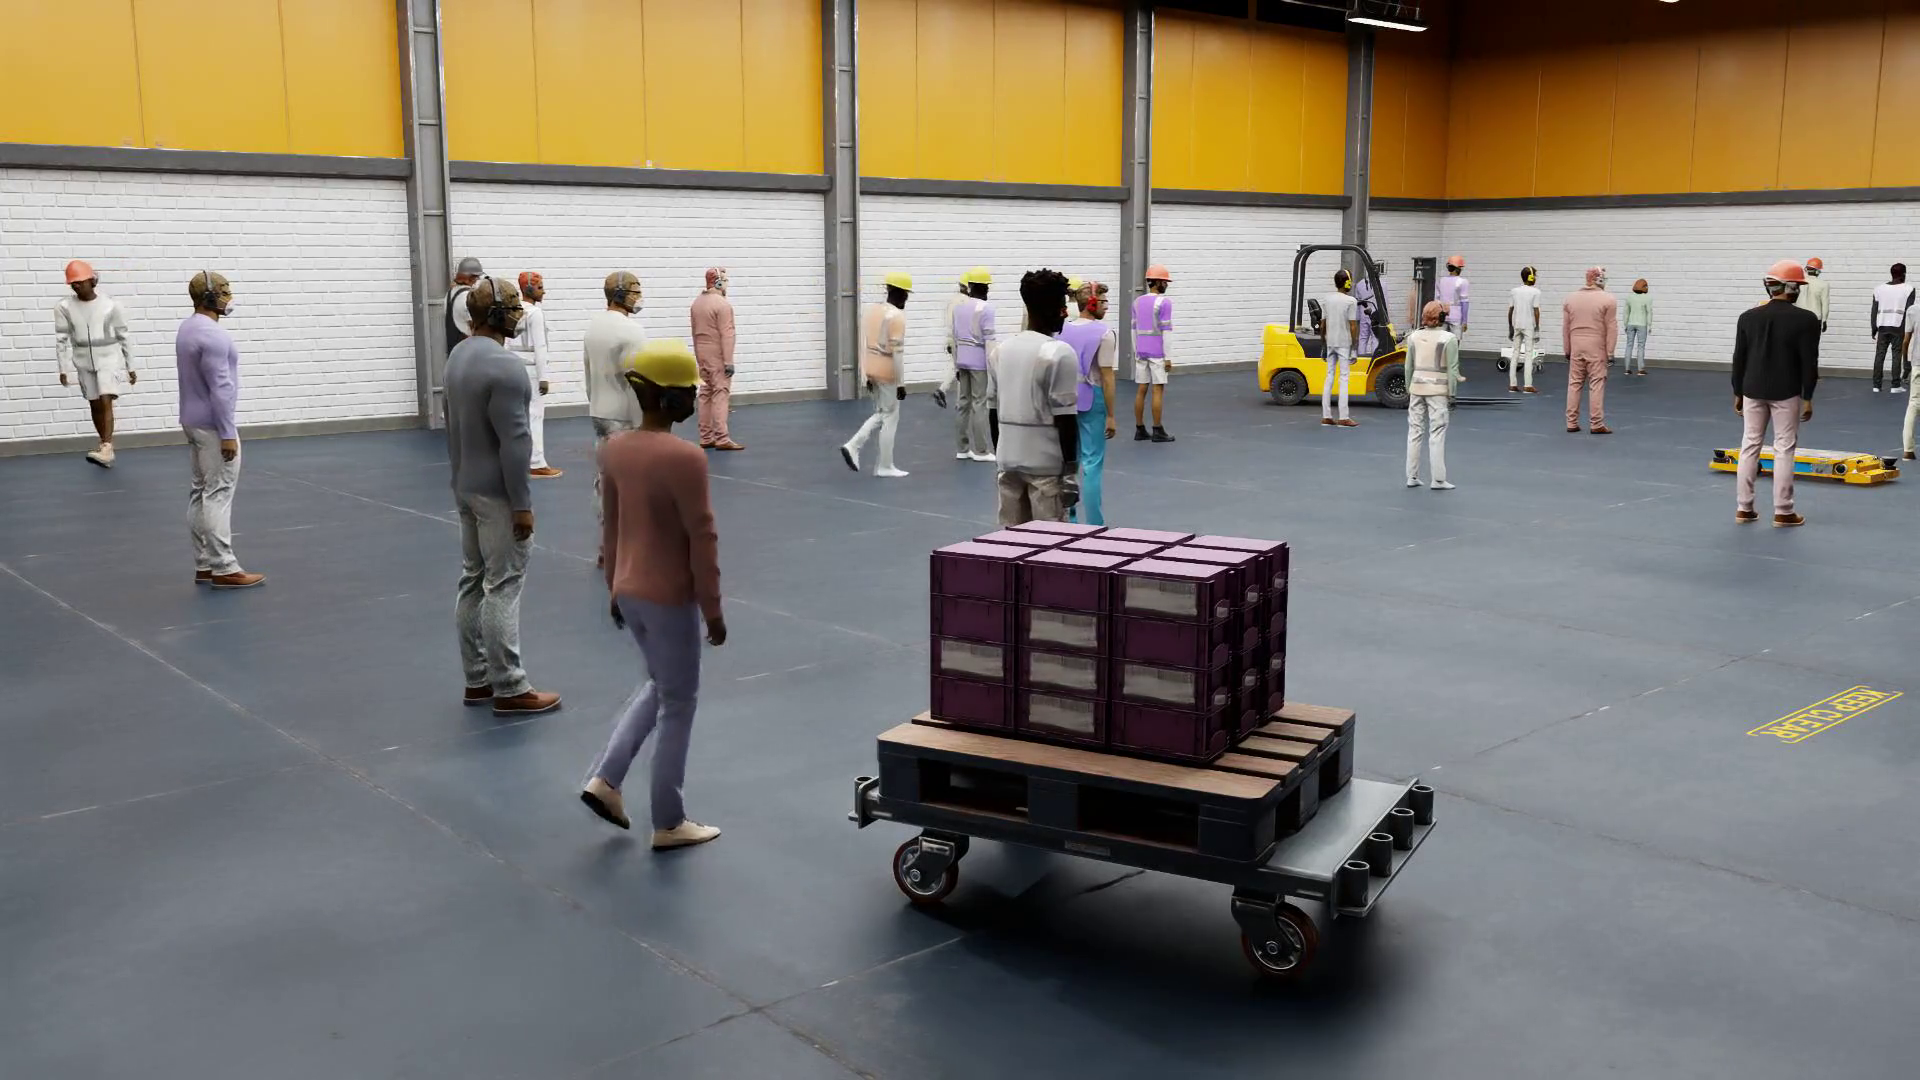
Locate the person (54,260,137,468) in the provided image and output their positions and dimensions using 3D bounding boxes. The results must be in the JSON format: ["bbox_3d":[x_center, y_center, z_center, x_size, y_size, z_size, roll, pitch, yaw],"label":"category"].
[{"bbox_3d":[-8.330,-1.696,16.054,0.654,1.977,1.079,-2,10,-14],"label":"person"}]

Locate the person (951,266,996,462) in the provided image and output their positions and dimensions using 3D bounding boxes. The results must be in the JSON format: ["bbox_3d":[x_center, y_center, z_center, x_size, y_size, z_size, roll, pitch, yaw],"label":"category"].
[{"bbox_3d":[0.156,-1.734,16.424,0.388,1.927,0.589,-8,13,-39],"label":"person"}]

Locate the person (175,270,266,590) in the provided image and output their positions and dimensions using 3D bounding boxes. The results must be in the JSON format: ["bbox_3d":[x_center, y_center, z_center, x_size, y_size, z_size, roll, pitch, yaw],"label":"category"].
[{"bbox_3d":[-4.555,-0.668,10.149,0.375,1.939,0.628,-8,13,-39],"label":"person"}]

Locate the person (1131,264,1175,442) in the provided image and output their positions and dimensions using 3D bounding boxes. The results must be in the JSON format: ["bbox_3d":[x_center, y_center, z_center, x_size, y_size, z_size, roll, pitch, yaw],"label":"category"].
[{"bbox_3d":[2.116,-2.036,18.171,0.376,1.934,0.547,-8,13,-39],"label":"person"}]

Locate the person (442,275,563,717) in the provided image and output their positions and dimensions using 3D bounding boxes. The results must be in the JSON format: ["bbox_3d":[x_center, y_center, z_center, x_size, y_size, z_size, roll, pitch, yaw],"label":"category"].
[{"bbox_3d":[-2.061,-0.193,7.366,0.375,1.939,0.628,-8,13,-39],"label":"person"}]

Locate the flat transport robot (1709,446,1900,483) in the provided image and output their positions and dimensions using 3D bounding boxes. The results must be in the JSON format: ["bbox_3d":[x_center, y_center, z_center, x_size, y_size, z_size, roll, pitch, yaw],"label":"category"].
[{"bbox_3d":[7.737,-0.709,15.266,0.652,0.197,1.431,-8,13,-41],"label":"flat transport robot"}]

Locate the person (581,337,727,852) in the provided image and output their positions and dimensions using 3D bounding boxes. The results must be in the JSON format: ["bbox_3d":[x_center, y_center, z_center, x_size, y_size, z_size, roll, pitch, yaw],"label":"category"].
[{"bbox_3d":[-1.018,0.195,5.655,0.395,1.755,0.532,-9,13,-41],"label":"person"}]

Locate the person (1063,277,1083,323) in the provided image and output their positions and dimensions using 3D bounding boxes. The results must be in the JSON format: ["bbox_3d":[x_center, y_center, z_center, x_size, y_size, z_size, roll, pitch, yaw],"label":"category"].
[{"bbox_3d":[1.386,-2.332,20.397,0.331,1.768,0.526,-8,13,-39],"label":"person"}]

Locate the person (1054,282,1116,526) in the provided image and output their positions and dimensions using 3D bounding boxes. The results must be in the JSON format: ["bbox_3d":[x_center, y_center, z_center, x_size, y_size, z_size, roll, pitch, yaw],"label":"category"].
[{"bbox_3d":[0.874,-0.903,11.808,0.392,1.842,0.564,-8,13,-39],"label":"person"}]

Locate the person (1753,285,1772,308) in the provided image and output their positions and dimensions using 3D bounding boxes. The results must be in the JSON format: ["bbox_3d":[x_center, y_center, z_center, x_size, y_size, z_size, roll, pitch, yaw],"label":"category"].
[{"bbox_3d":[11.254,-2.759,23.098,0.322,1.696,0.536,-8,13,-39],"label":"person"}]

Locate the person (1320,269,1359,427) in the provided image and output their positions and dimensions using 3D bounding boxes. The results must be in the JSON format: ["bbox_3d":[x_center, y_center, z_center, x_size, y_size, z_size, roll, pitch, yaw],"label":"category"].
[{"bbox_3d":[4.513,-2.280,19.787,0.331,1.872,0.513,-8,13,-39],"label":"person"}]

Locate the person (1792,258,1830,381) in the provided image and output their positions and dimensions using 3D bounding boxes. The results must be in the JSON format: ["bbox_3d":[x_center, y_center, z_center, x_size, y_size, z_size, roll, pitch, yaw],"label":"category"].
[{"bbox_3d":[13.796,-3.578,27.022,0.394,1.994,0.612,-8,13,-39],"label":"person"}]

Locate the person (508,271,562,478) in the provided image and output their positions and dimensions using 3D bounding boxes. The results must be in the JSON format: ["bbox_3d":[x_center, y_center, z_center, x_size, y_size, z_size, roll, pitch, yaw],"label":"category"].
[{"bbox_3d":[-3.926,-1.503,15.214,0.358,1.879,0.574,-8,13,-39],"label":"person"}]

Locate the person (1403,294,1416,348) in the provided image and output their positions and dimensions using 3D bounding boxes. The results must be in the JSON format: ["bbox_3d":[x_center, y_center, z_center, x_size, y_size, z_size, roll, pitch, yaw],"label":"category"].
[{"bbox_3d":[8.615,-4.075,31.128,0.539,1.573,0.873,-6,11,-30],"label":"person"}]

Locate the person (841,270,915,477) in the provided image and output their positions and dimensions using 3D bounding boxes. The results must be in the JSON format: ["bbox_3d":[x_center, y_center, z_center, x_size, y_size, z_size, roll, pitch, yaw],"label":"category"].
[{"bbox_3d":[-0.700,-1.497,15.130,0.615,1.893,0.634,-5,11,-28],"label":"person"}]

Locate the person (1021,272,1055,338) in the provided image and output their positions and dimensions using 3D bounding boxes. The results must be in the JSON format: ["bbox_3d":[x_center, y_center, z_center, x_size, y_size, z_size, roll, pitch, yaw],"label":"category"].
[{"bbox_3d":[1.128,-2.844,23.278,0.533,1.799,0.653,1,10,9],"label":"person"}]

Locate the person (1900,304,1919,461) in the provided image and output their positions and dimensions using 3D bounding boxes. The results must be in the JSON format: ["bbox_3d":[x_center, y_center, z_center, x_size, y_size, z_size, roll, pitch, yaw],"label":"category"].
[{"bbox_3d":[9.541,-1.697,16.375,0.331,1.872,0.513,-8,13,-39],"label":"person"}]

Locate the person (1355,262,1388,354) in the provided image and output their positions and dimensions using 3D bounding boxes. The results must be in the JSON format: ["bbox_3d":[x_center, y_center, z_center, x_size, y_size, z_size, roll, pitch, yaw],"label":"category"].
[{"bbox_3d":[7.255,-3.914,29.248,0.399,1.909,0.642,-8,13,-39],"label":"person"}]

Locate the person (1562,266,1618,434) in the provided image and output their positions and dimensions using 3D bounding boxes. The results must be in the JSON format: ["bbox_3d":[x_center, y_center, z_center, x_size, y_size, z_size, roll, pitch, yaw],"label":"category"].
[{"bbox_3d":[7.208,-2.163,19.007,0.399,1.905,0.642,-8,13,-39],"label":"person"}]

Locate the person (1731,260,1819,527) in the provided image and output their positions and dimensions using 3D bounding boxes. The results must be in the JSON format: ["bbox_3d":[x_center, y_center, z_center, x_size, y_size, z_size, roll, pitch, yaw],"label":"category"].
[{"bbox_3d":[6.122,-1.098,12.508,0.392,1.991,0.612,-8,13,-39],"label":"person"}]

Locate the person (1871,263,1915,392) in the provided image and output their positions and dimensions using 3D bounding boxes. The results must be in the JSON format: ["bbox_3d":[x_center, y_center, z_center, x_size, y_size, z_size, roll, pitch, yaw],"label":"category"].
[{"bbox_3d":[13.867,-3.153,24.763,0.395,1.917,0.590,-8,13,-39],"label":"person"}]

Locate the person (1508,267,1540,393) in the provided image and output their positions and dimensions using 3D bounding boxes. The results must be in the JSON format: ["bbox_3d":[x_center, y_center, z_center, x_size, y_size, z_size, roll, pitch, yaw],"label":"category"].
[{"bbox_3d":[8.378,-3.114,24.691,0.331,1.866,0.513,-8,13,-39],"label":"person"}]

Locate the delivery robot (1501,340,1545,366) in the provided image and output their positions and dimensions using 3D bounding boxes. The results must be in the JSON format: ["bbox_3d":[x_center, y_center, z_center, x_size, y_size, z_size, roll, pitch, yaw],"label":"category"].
[{"bbox_3d":[9.774,-3.223,28.882,0.477,0.478,0.707,-9,13,-41],"label":"delivery robot"}]

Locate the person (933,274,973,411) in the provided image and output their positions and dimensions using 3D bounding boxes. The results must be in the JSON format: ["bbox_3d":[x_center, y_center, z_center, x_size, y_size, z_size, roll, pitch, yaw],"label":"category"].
[{"bbox_3d":[0.016,-2.558,21.610,0.530,1.807,0.617,-6,11,-29],"label":"person"}]

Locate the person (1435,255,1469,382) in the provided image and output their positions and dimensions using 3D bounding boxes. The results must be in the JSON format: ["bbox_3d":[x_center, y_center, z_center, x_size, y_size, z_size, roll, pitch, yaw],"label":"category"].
[{"bbox_3d":[7.923,-3.563,26.793,0.397,2.044,0.609,-8,13,-39],"label":"person"}]

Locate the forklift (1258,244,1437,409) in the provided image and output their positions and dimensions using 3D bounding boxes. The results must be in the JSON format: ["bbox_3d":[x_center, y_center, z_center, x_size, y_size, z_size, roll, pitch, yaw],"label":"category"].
[{"bbox_3d":[5.256,-2.933,22.661,2.313,2.155,1.214,3,10,16],"label":"forklift"}]

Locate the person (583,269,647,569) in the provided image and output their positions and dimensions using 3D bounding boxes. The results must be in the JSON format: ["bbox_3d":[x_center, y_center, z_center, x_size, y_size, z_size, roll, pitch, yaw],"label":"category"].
[{"bbox_3d":[-2.177,-0.753,10.654,0.375,1.936,0.628,-8,13,-39],"label":"person"}]

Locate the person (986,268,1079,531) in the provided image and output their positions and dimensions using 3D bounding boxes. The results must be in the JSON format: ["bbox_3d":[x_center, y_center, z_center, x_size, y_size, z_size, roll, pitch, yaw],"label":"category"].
[{"bbox_3d":[0.385,-0.389,8.439,0.370,1.963,0.608,-8,13,-39],"label":"person"}]

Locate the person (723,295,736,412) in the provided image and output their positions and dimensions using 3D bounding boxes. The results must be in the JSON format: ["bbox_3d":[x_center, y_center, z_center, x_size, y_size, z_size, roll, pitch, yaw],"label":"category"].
[{"bbox_3d":[-3.156,-2.477,21.629,0.282,1.633,0.501,-8,13,-39],"label":"person"}]

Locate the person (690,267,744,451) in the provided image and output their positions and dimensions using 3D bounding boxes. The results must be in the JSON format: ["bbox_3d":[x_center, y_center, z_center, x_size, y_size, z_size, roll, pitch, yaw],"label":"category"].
[{"bbox_3d":[-2.536,-1.889,17.390,0.399,1.909,0.642,-8,13,-39],"label":"person"}]

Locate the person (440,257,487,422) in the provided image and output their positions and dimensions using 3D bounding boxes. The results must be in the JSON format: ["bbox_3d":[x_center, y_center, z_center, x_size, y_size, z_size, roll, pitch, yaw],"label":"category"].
[{"bbox_3d":[-5.440,-2.152,18.540,0.561,2.000,0.697,-8,13,-40],"label":"person"}]

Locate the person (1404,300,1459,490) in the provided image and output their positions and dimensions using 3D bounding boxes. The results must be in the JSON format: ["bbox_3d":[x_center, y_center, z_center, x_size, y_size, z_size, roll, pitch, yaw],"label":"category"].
[{"bbox_3d":[4.087,-1.255,14.456,0.315,1.641,0.514,-8,13,-39],"label":"person"}]

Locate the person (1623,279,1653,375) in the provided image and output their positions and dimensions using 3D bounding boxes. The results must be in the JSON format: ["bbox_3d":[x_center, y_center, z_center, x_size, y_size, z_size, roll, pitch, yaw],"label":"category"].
[{"bbox_3d":[11.581,-3.638,28.425,0.282,1.633,0.501,-8,13,-39],"label":"person"}]
